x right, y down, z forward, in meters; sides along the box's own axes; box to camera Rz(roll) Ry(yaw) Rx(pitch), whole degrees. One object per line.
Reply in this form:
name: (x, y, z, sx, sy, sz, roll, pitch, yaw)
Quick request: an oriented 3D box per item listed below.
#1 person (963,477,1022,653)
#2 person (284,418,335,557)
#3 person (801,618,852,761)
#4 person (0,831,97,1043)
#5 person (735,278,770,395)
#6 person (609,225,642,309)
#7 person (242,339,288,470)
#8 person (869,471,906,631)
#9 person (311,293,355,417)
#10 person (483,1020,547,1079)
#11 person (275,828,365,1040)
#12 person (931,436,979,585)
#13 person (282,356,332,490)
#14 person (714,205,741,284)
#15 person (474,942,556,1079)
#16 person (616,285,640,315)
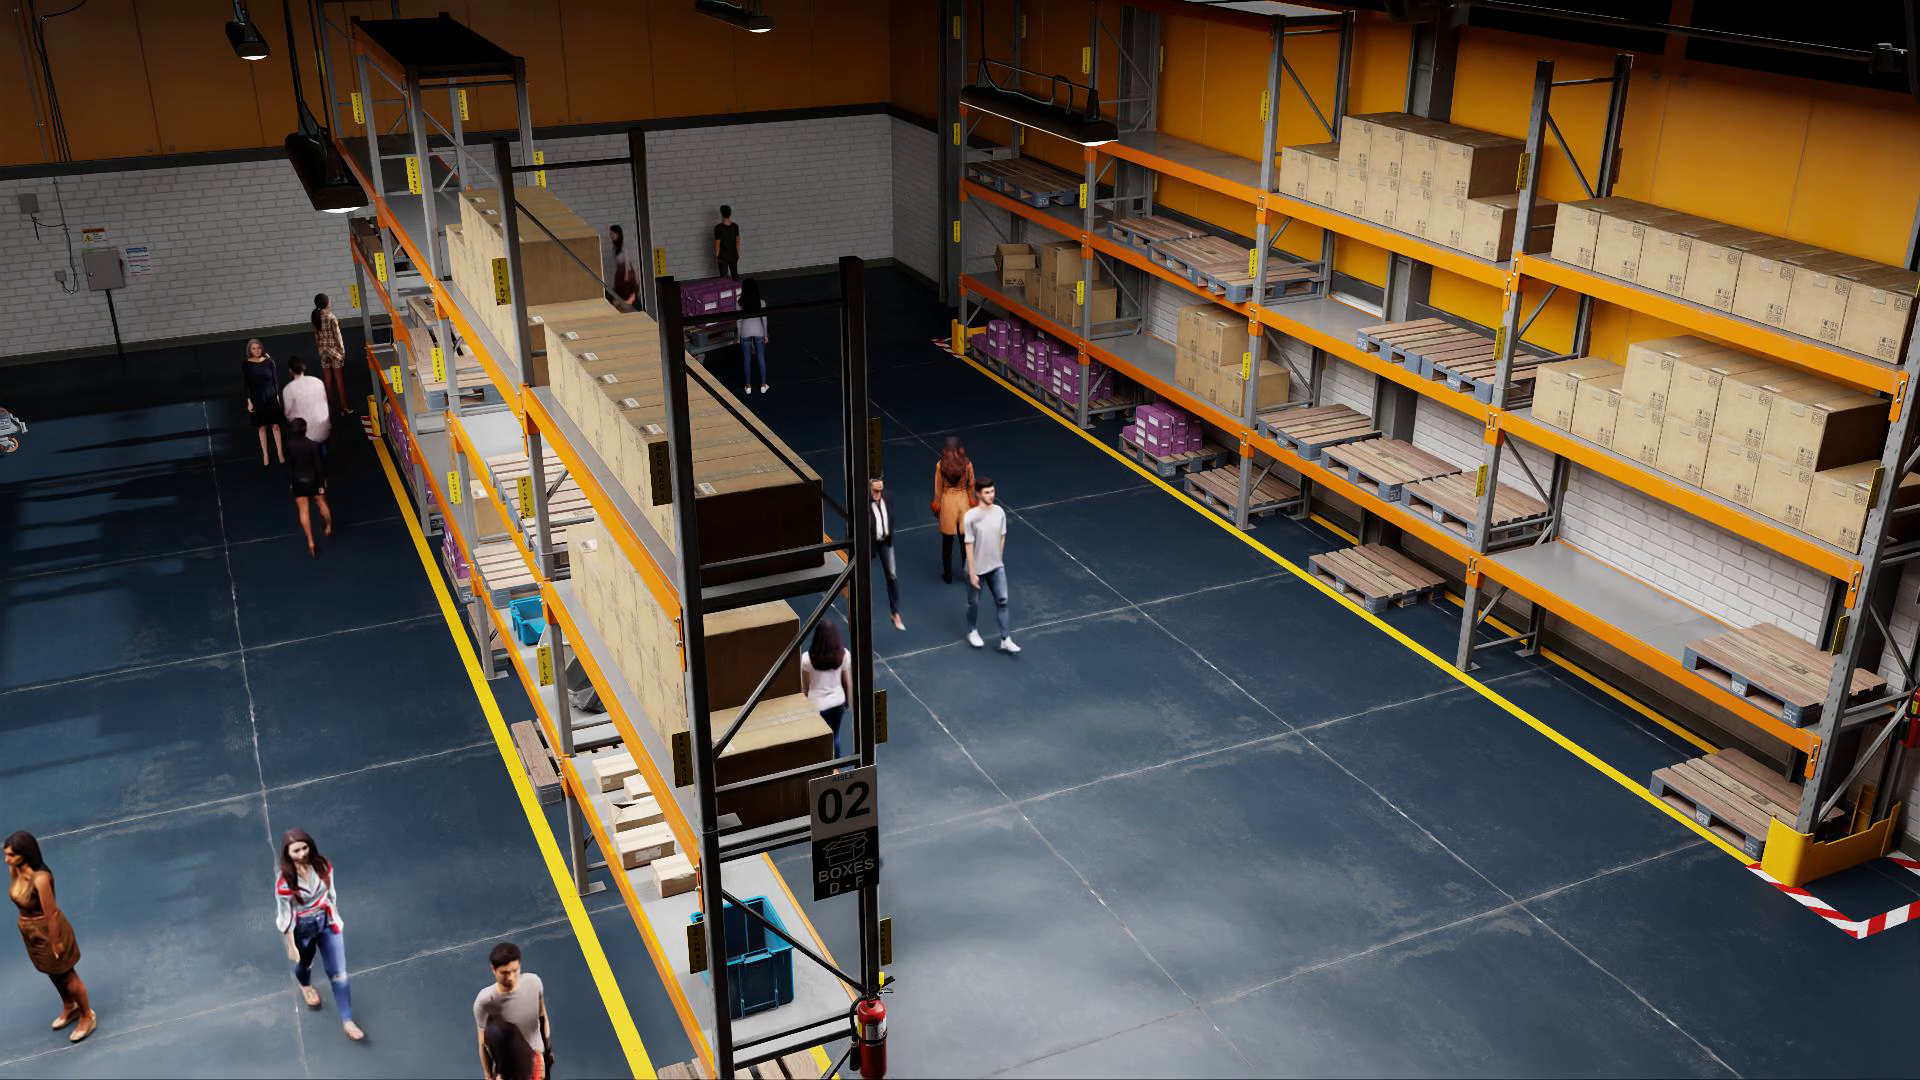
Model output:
person: (0.199, 0.229, 17.046, 0.717, 1.867, 0.939, -13, 27, -27)
person: (-7.552, -0.586, 19.227, 0.650, 1.615, 0.877, -7, 24, -15)
person: (-1.146, 1.487, 14.416, 0.627, 1.669, 0.832, -9, 25, -20)
person: (-6.336, 2.737, 11.539, 0.606, 1.684, 0.701, 14, 27, 29)
person: (-3.088, -3.035, 24.678, 0.668, 1.735, 0.623, -3, 24, -7)
person: (-5.560, -4.430, 27.935, 0.942, 1.683, 1.131, -20, 31, -38)
person: (-9.130, -1.800, 21.839, 0.610, 1.747, 0.570, -9, 25, -19)
person: (-0.866, 0.035, 16.939, 0.755, 1.742, 1.109, -13, 27, -27)
person: (-8.969, -2.642, 23.705, 0.679, 1.795, 0.731, 7, 24, 15)
person: (-2.462, 3.537, 9.694, 1.066, 1.695, 0.915, 17, 29, 34)
person: (-4.604, 2.718, 11.726, 0.852, 1.568, 1.169, -21, 31, -39)
person: (-0.059, -0.341, 18.532, 0.764, 1.722, 0.721, -2, 24, -5)
person: (-8.230, -1.468, 21.114, 0.810, 1.718, 0.981, -15, 28, -31)
person: (-4.098, -5.058, 29.329, 0.634, 1.717, 0.567, -13, 27, -27)
person: (-2.758, 3.224, 10.380, 0.649, 1.718, 0.587, -17, 29, -33)
person: (-4.809, -2.719, 23.872, 0.993, 1.801, 1.245, -19, 30, -37)
